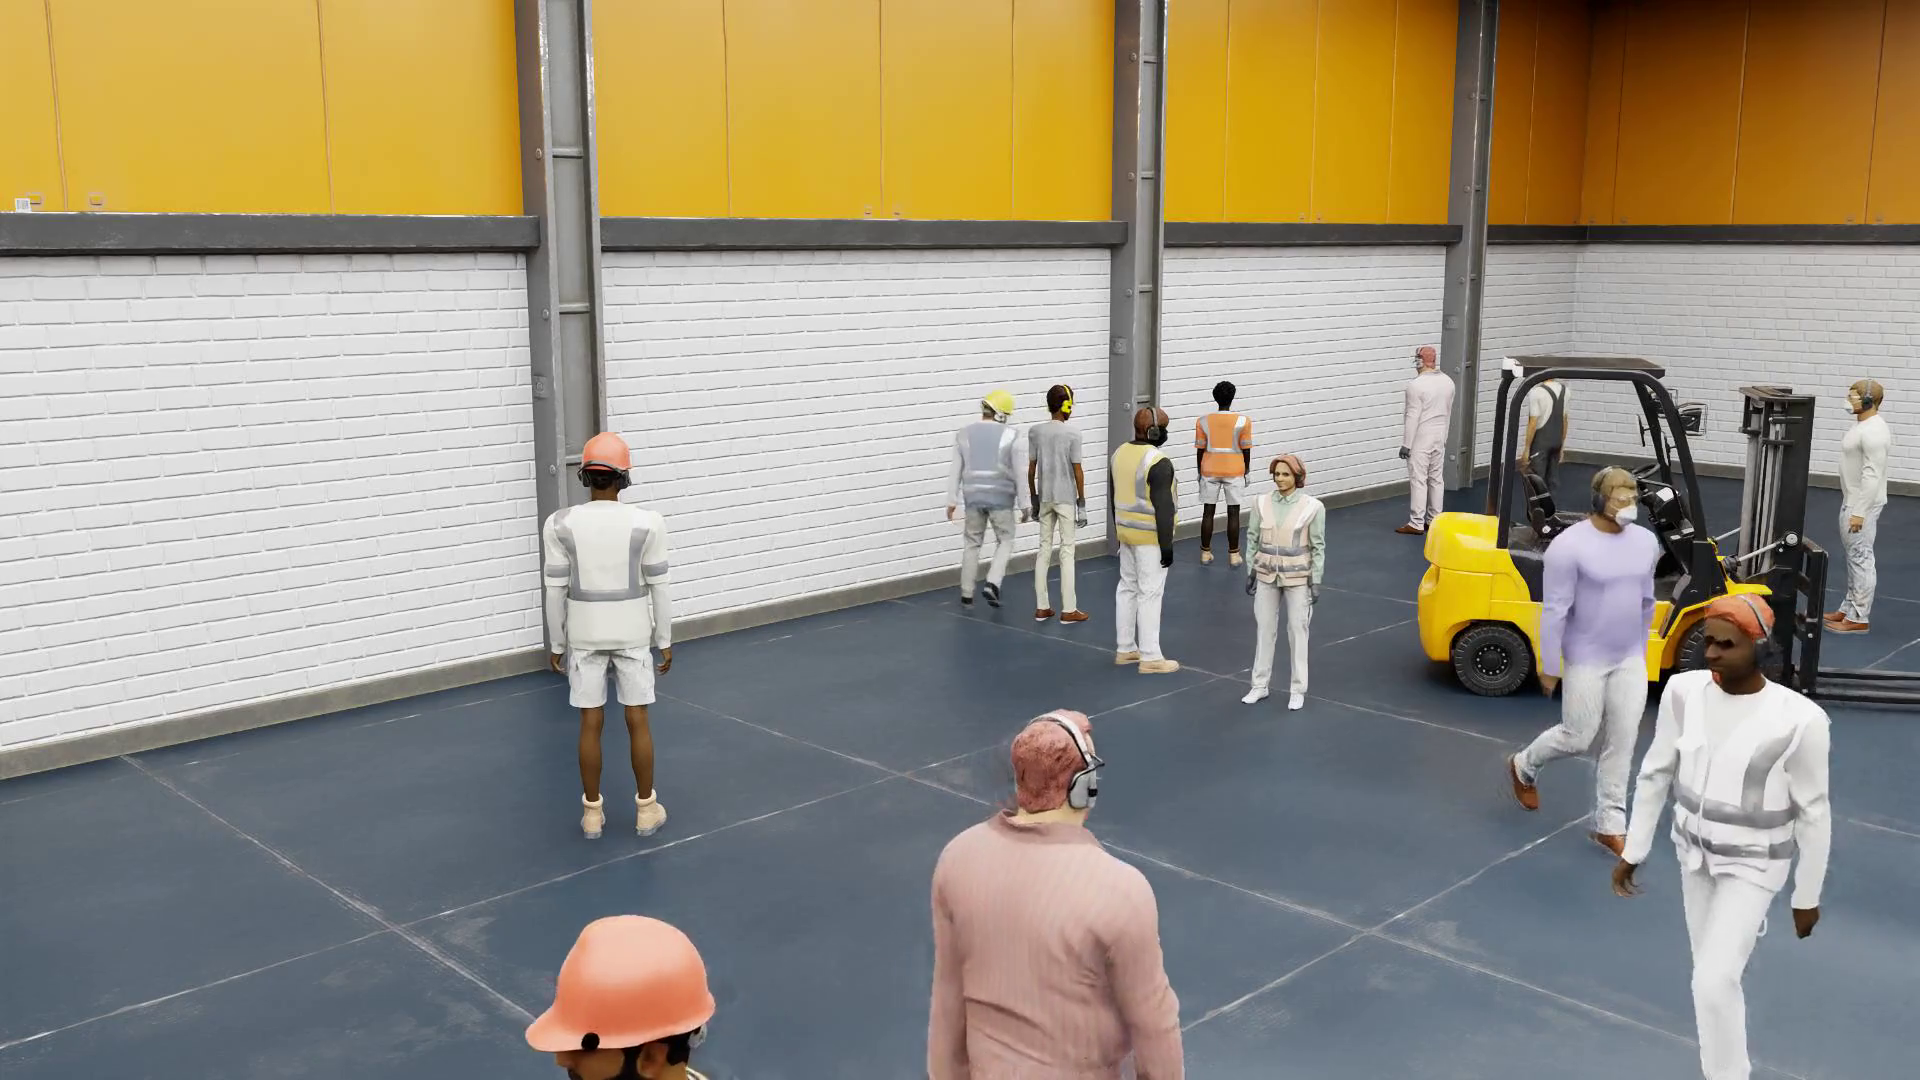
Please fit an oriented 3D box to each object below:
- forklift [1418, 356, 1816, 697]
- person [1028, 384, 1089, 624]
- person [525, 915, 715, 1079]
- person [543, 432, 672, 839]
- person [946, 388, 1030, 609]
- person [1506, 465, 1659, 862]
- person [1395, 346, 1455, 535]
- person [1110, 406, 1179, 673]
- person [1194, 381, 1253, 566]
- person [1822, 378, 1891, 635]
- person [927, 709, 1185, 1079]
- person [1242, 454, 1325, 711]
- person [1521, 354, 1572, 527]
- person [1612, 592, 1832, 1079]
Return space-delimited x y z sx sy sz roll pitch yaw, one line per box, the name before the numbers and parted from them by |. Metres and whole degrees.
forklift | 4.276 -0.101 11.076 2.313 2.155 1.214 2 11 13
person | 0.765 -0.280 12.956 0.520 1.865 0.327 7 12 33
person | -0.399 1.540 2.959 0.931 1.906 0.555 -5 11 -23
person | -1.751 0.477 8.338 0.615 2.040 0.391 -1 10 -6
person | 0.220 -0.315 13.347 0.701 1.790 0.498 4 11 20
person | 3.093 0.568 8.195 0.633 1.918 0.778 -4 11 -19
person | 4.671 -1.001 16.787 0.639 1.902 0.407 -8 13 -36
person | 1.294 -0.006 11.522 0.429 1.841 0.634 -5 12 -27
person | 2.402 -0.605 15.200 0.532 1.694 0.320 4 11 21
person | 6.804 -0.252 12.597 0.371 1.941 0.627 4 11 23
person | 0.191 1.349 4.092 0.965 1.866 0.644 -9 14 -41
person | 2.063 0.262 10.604 0.512 1.642 0.312 6 12 31
person | 5.803 -0.922 16.503 0.510 1.845 0.331 -5 12 -25
person | 2.473 1.091 5.471 0.652 1.861 0.570 -5 11 -24
